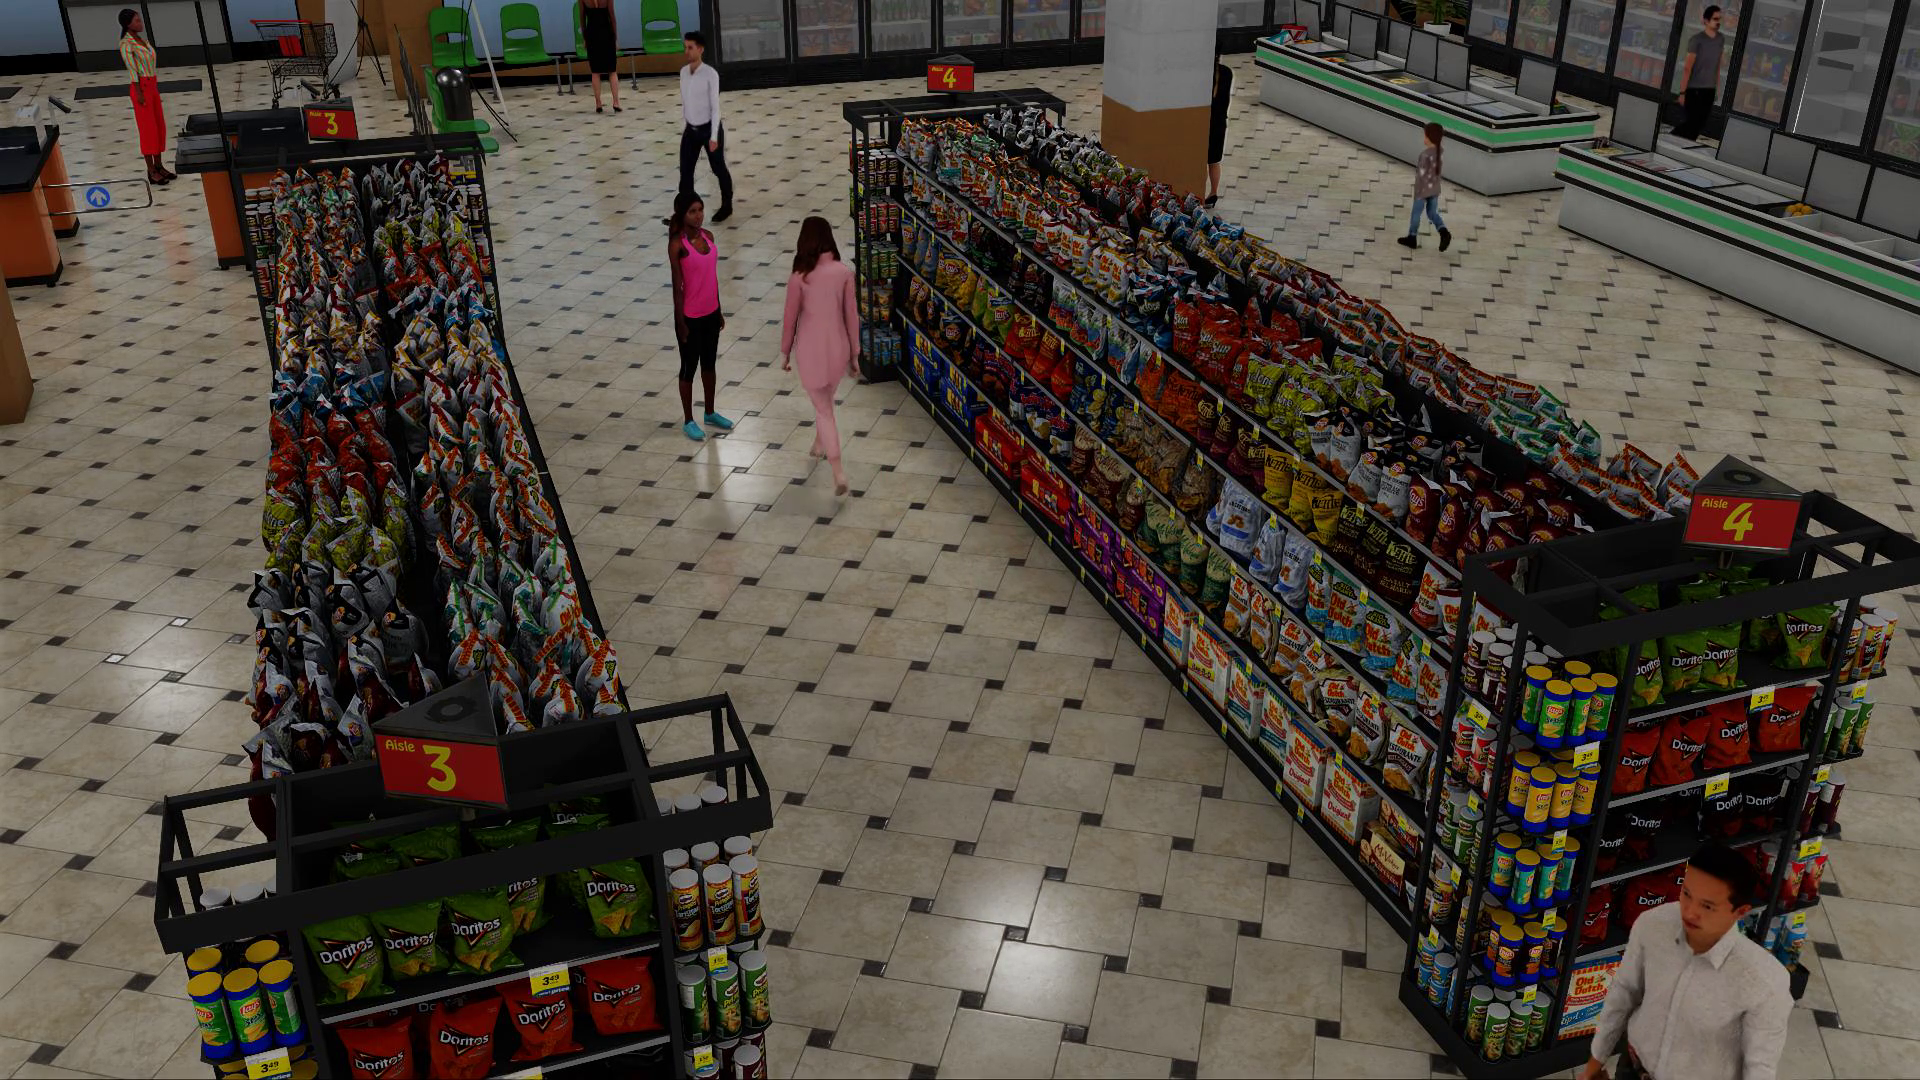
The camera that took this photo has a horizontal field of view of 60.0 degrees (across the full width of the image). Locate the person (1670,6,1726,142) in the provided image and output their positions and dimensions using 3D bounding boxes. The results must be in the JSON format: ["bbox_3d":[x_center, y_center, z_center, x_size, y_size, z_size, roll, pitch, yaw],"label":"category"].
[{"bbox_3d":[7.899,-4.858,17.913,0.715,1.736,1.041,-14,30,-25],"label":"person"}]

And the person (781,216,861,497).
[{"bbox_3d":[-0.846,-1.104,10.490,0.623,1.755,1.108,-9,28,-17],"label":"person"}]

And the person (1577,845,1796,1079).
[{"bbox_3d":[2.216,1.645,5.014,0.782,1.804,0.628,-15,30,-26],"label":"person"}]

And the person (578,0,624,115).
[{"bbox_3d":[-4.417,-6.123,20.396,0.645,1.747,0.615,-1,27,-2],"label":"person"}]

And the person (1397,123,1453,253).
[{"bbox_3d":[4.351,-3.234,15.323,0.570,1.181,0.816,-16,31,-28],"label":"person"}]

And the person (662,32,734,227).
[{"bbox_3d":[-2.400,-3.921,15.968,1.191,1.824,1.186,14,30,26],"label":"person"}]

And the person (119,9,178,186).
[{"bbox_3d":[-8.533,-4.646,17.432,0.717,1.793,0.569,-1,27,-2],"label":"person"}]

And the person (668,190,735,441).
[{"bbox_3d":[-1.809,-1.556,11.416,0.684,1.724,0.652,21,34,36],"label":"person"}]
